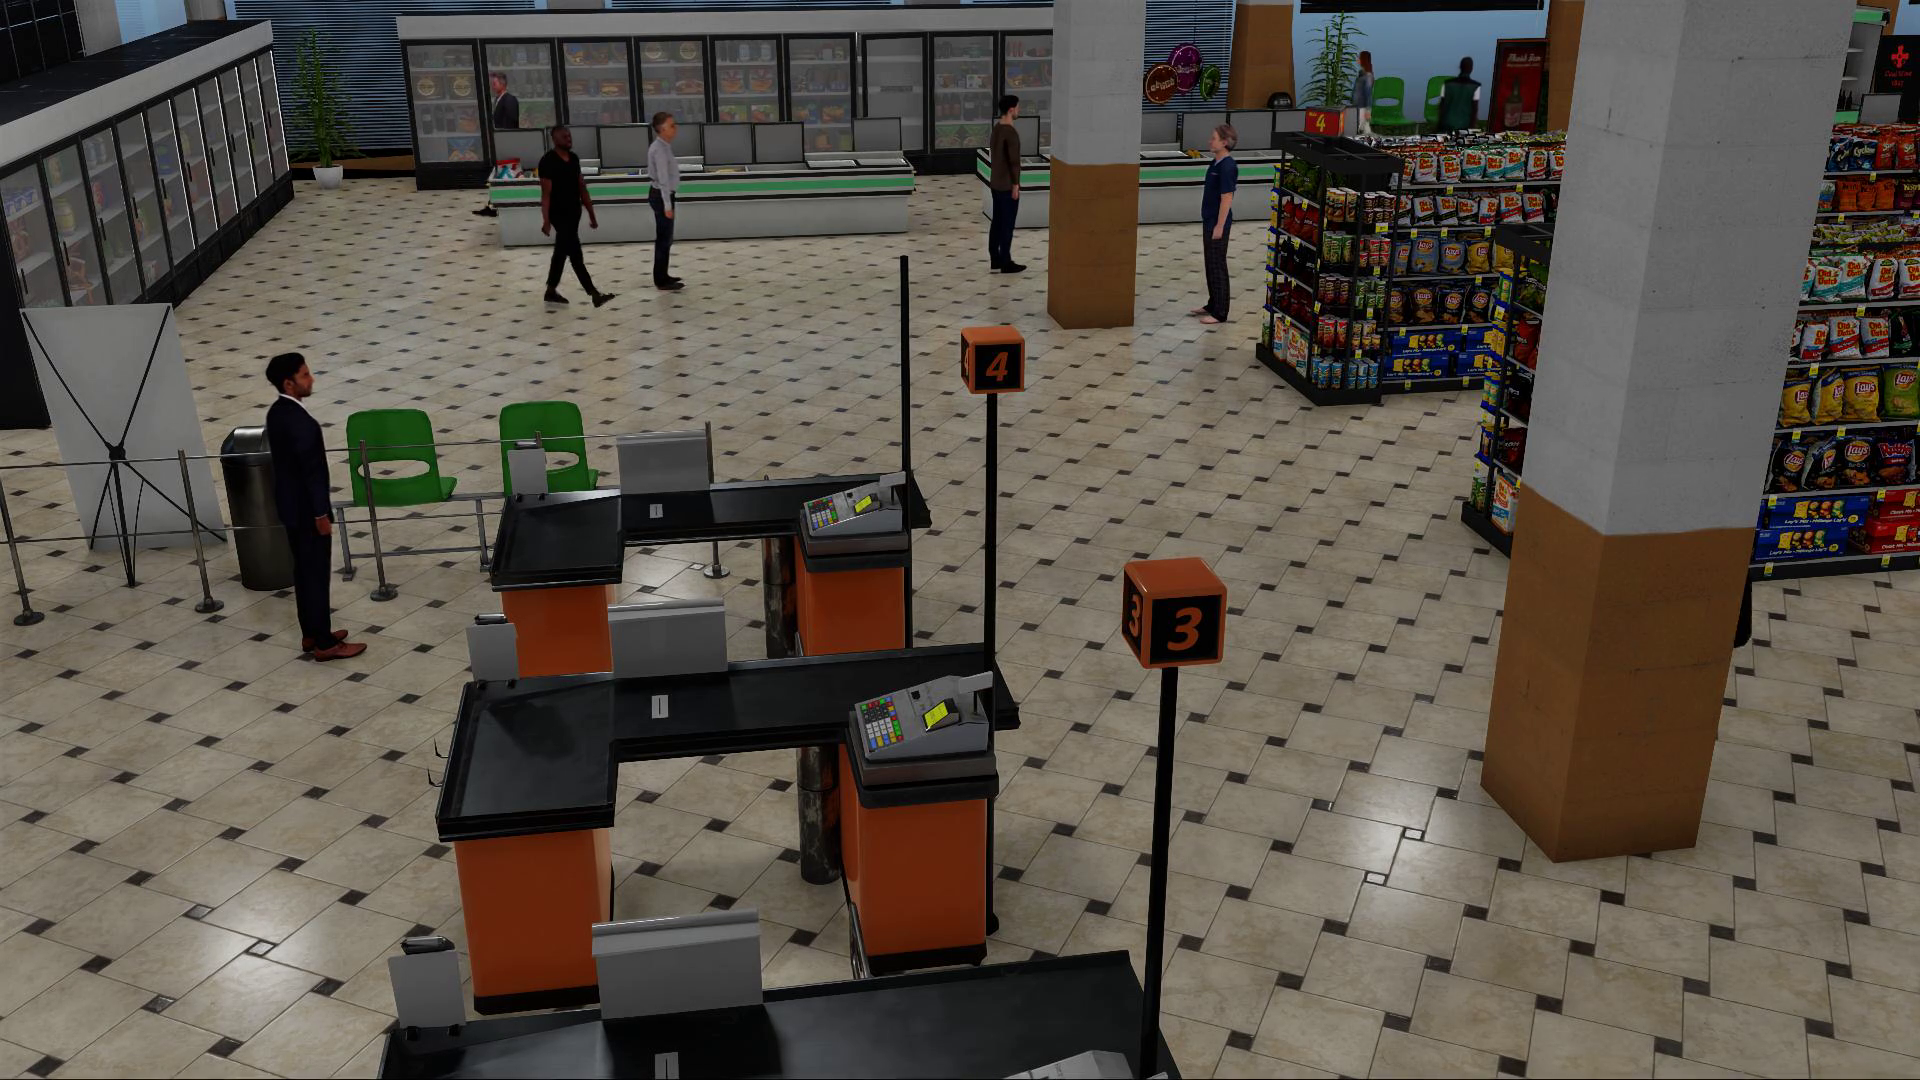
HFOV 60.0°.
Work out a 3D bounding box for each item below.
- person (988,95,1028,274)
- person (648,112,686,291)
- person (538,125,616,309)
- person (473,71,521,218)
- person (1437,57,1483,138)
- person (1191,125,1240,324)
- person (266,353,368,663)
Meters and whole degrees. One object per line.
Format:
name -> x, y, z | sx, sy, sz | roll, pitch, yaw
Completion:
person -> 0.486, -3.851, 17.986 | 0.662, 1.888, 0.705 | -10, 24, -23
person -> -3.085, -3.536, 17.300 | 0.552, 1.815, 0.635 | -4, 22, -10
person -> -3.974, -3.171, 16.446 | 1.255, 1.774, 1.116 | 11, 24, 25
person -> -5.524, -4.900, 20.709 | 1.109, 1.804, 0.938 | -14, 26, -30
person -> 6.558, -5.425, 22.043 | 1.212, 1.785, 1.197 | 10, 24, 24
person -> 2.477, -3.044, 16.001 | 0.559, 1.872, 0.672 | -2, 22, -5
person -> -3.577, -0.179, 9.065 | 0.704, 1.725, 0.707 | -17, 27, -35
